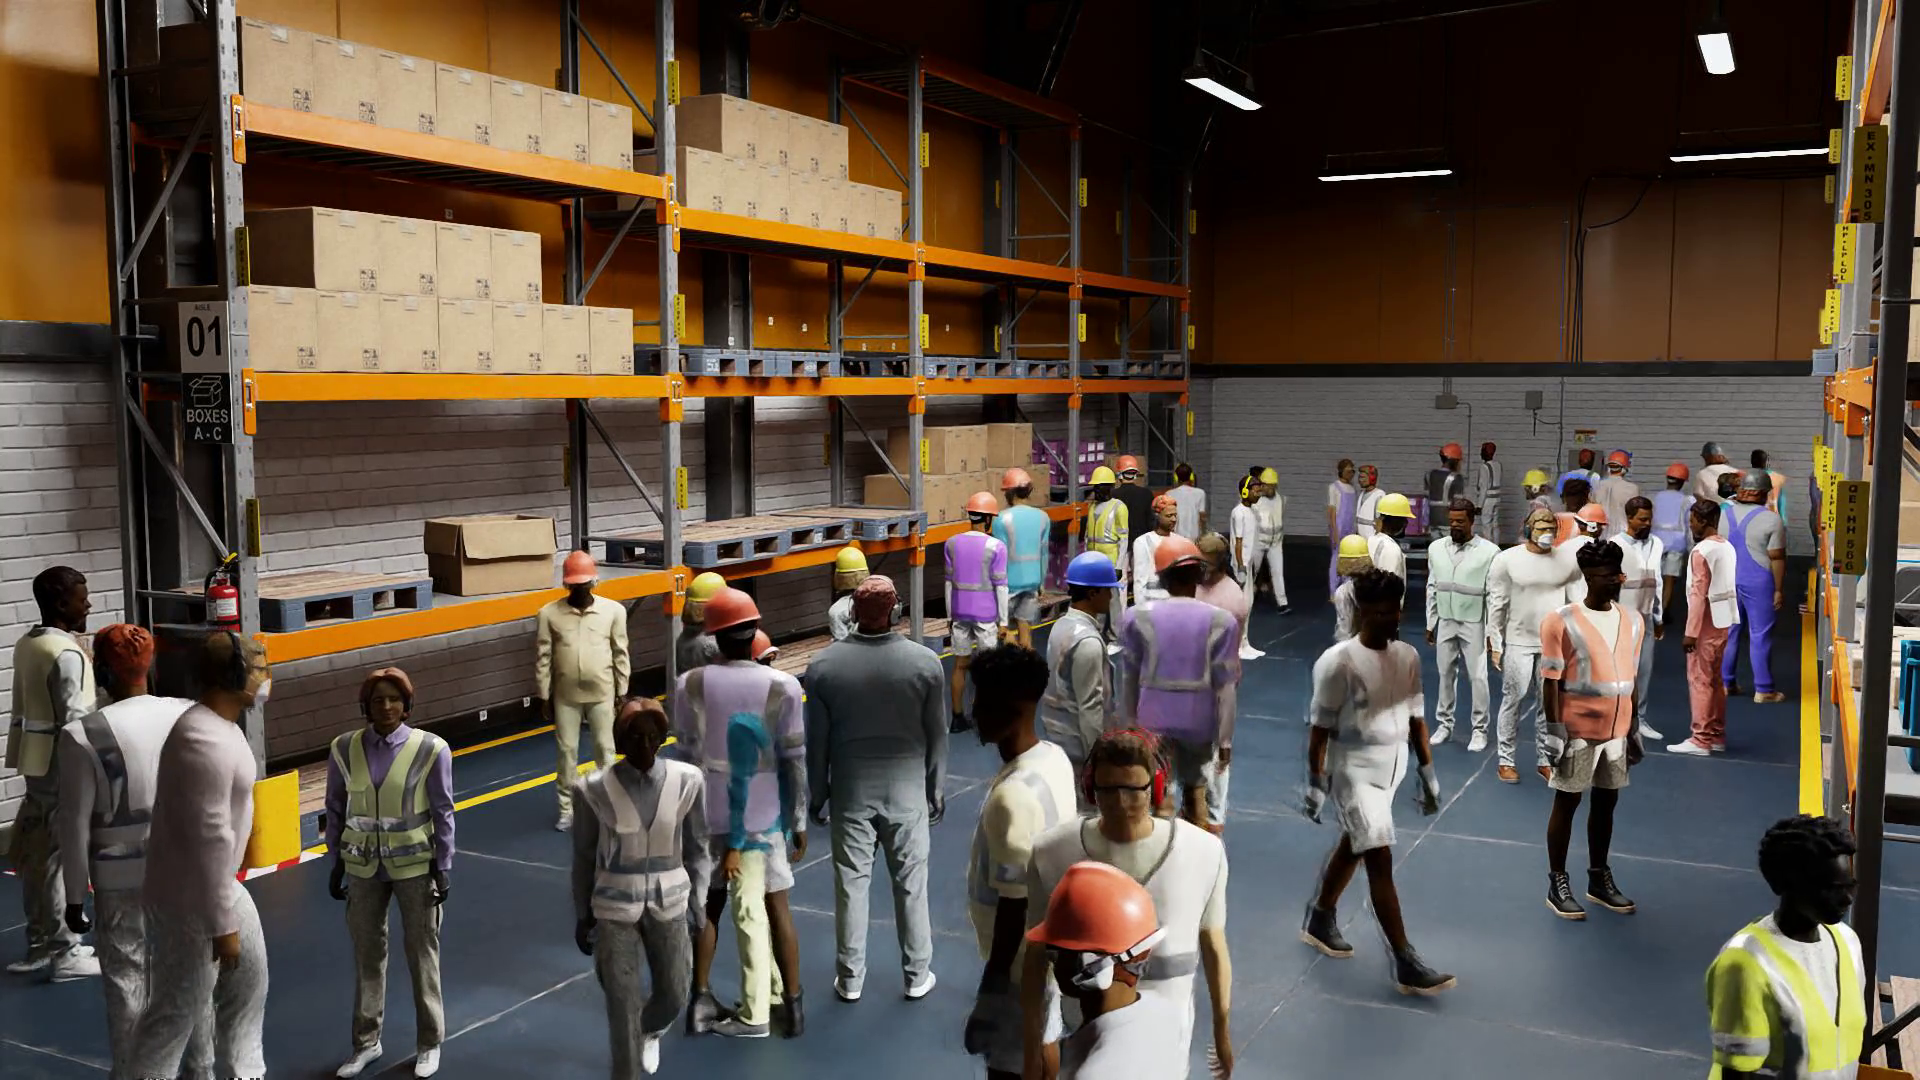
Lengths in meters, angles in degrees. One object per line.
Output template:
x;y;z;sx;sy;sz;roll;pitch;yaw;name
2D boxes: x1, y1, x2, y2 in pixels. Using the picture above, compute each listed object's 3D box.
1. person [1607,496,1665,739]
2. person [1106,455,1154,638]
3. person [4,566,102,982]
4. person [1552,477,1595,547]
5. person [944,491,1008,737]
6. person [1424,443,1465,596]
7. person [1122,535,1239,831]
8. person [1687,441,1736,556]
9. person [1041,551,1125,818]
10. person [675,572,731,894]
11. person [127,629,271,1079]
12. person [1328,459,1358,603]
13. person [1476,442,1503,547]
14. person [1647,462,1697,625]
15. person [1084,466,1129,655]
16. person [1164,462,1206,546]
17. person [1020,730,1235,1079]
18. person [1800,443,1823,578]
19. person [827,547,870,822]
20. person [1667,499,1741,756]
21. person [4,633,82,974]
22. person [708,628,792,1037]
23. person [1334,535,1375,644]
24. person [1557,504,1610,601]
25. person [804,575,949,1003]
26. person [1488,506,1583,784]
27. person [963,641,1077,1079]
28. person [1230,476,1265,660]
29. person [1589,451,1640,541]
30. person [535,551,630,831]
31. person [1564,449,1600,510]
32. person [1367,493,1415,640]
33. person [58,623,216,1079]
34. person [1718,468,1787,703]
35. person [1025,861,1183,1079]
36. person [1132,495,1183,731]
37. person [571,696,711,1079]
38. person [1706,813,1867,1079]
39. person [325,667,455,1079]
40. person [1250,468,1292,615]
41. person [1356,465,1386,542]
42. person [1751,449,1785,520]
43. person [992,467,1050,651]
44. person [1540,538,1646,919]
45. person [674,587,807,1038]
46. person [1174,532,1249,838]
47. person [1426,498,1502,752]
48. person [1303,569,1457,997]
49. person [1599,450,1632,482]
5.190;0.608;12.879;0.598;1.906;0.404;-3;6;-27;person
1.824;0.076;18.105;0.609;1.995;0.379;-2;6;-22;person
-4.202;1.078;7.732;0.590;1.918;0.386;5;7;43;person
5.429;0.407;14.812;0.565;1.948;0.615;-3;6;-25;person
0.142;0.580;13.070;0.549;1.925;0.384;3;6;28;person
6.243;-0.235;21.332;0.429;2.021;0.607;-3;6;-26;person
1.146;0.966;8.718;0.596;1.980;1.042;0;5;2;person
9.920;-0.304;21.946;0.692;2.000;0.535;-1;5;-6;person
0.609;1.022;8.243;0.416;1.940;0.610;-1;5;-6;person
-1.350;1.046;9.033;0.304;1.745;0.492;-5;7;-42;person
-2.592;1.266;5.795;0.645;1.905;0.647;-2;6;-18;person
4.835;-0.094;20.845;0.545;1.828;0.475;-4;6;-35;person
8.086;-0.554;25.478;0.355;1.883;0.574;5;7;44;person
7.972;0.072;18.712;0.554;1.899;0.927;4;7;37;person
1.470;0.211;17.013;0.370;1.927;0.588;-4;7;-37;person
2.667;0.000;19.703;0.538;1.851;0.535;1;5;12;person
0.483;1.420;4.778;0.606;1.796;0.996;1;5;11;person
12.191;-0.403;23.550;0.371;1.941;0.627;1;5;12;person
-0.661;0.914;10.446;0.314;1.739;0.485;4;7;39;person
5.592;0.650;12.412;0.399;1.906;0.603;5;7;43;person
-4.318;1.216;7.827;0.337;1.615;0.534;-4;7;-40;person
-0.895;1.224;7.114;0.350;1.739;0.575;1;5;12;person
2.683;0.833;11.315;0.487;1.741;0.314;-5;7;-42;person
5.337;0.564;14.160;0.339;1.747;0.563;-3;6;-27;person
-0.368;1.109;7.448;0.637;1.911;0.403;0;5;0;person
3.957;0.730;11.451;0.635;1.932;0.363;0;5;2;person
0.186;1.290;5.254;0.400;1.966;0.628;1;5;14;person
2.883;0.277;16.714;0.350;1.856;0.525;2;6;20;person
7.678;-0.049;19.510;0.618;1.986;0.408;5;7;44;person
-2.328;0.929;10.272;0.571;1.741;0.352;-1;5;-11;person
8.552;-0.309;22.822;0.361;1.887;0.574;-3;6;-28;person
3.327;0.593;12.955;0.397;1.918;0.588;0;5;0;person
-3.056;1.243;6.210;0.355;1.876;0.574;3;6;32;person
6.930;0.385;14.538;0.536;2.000;0.681;-3;6;-30;person
0.296;1.548;3.546;0.325;1.752;0.559;2;6;19;person
1.591;0.585;13.217;0.337;1.882;0.583;5;7;45;person
-1.203;1.369;6.216;0.518;1.626;0.567;-2;6;-23;person
2.090;1.518;4.239;0.536;1.691;0.322;-3;6;-29;person
-2.266;1.316;6.626;0.517;1.645;0.307;0;5;2;person
3.652;0.016;20.012;0.602;1.768;0.922;-2;6;-16;person
4.786;0.047;19.294;0.387;1.835;0.561;-1;5;-10;person
10.675;-0.251;22.073;0.635;1.907;0.515;-1;5;-8;person
0.507;0.370;14.731;0.640;2.027;0.422;-3;6;-32;person
3.294;0.969;8.645;0.608;1.966;0.365;-2;6;-19;person
-0.926;1.151;7.047;0.560;1.909;0.433;0;5;-2;person
1.478;0.887;9.918;0.409;1.898;0.699;-3;6;-25;person
3.811;0.633;12.598;0.586;1.910;0.395;5;7;43;person
1.936;1.082;7.719;0.625;1.911;0.995;-3;6;-33;person
8.325;-0.178;21.156;0.416;1.939;0.605;-1;5;-8;person
